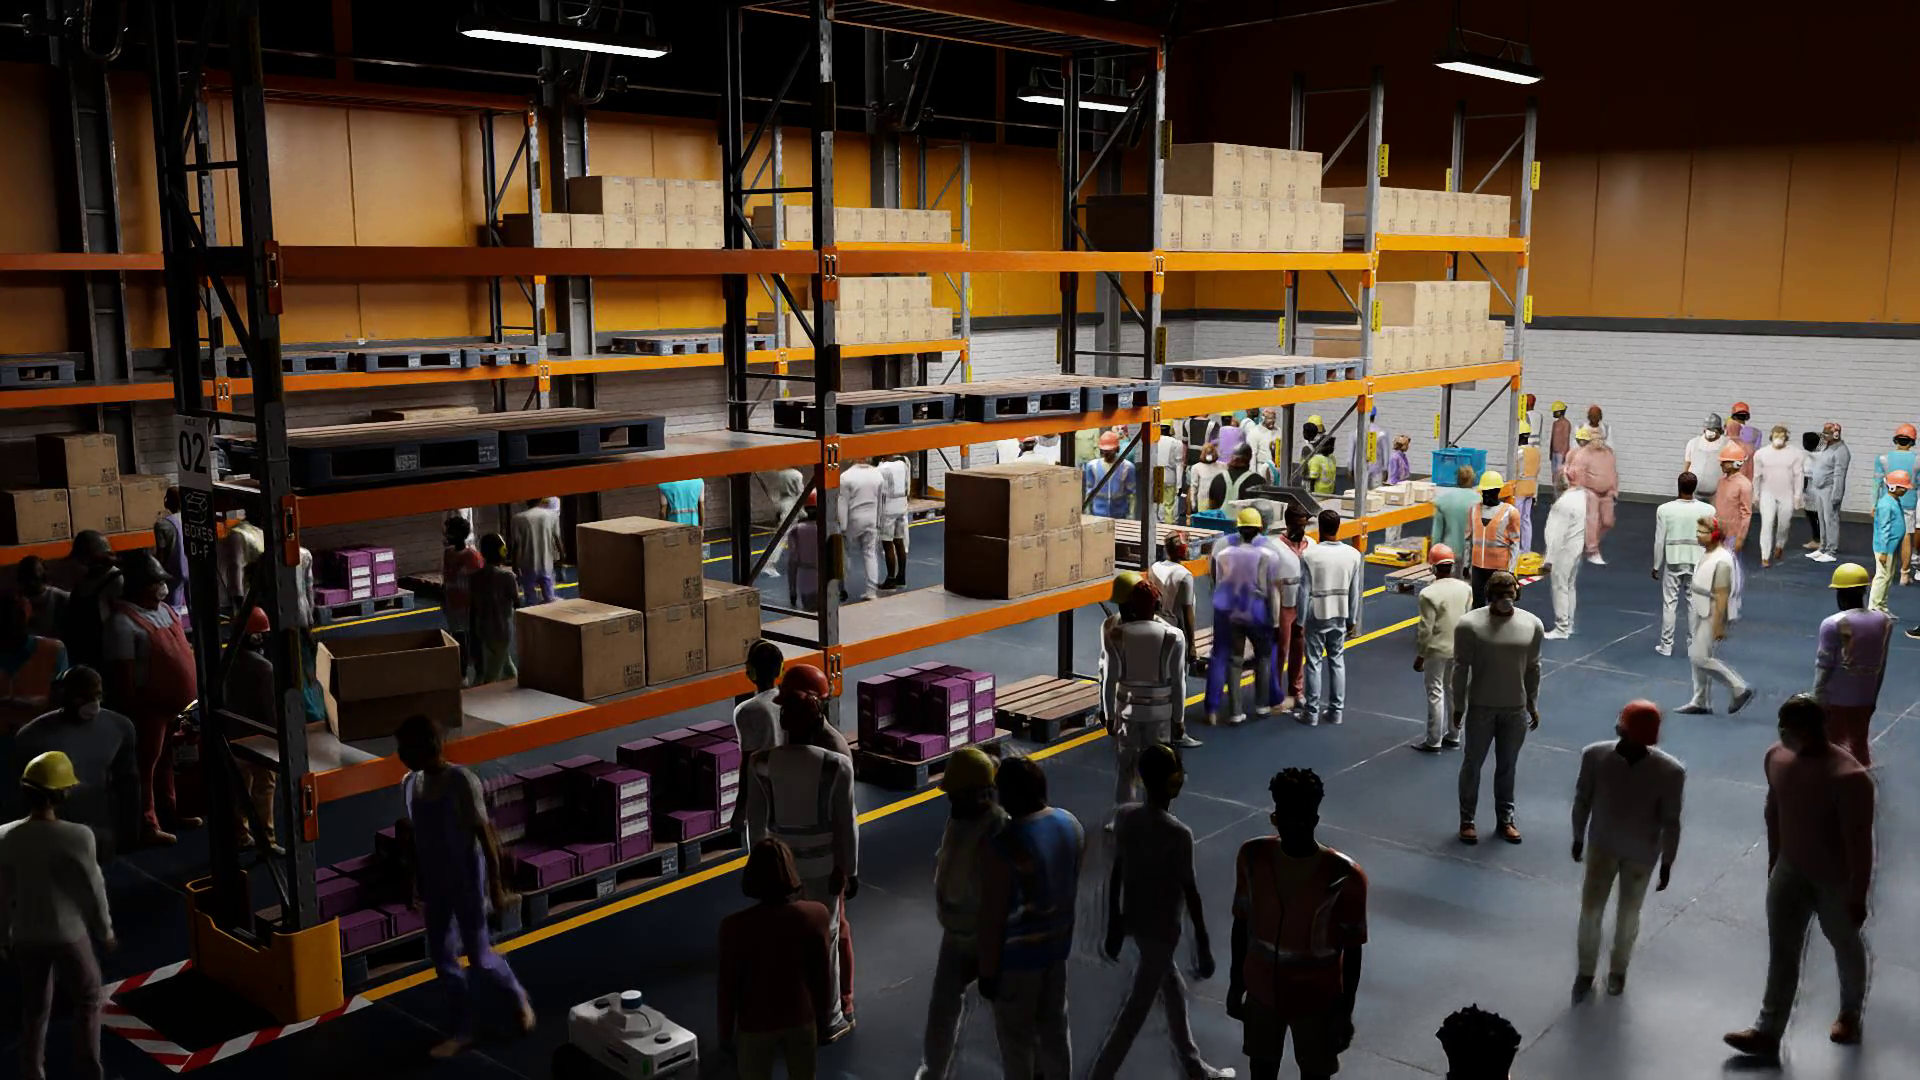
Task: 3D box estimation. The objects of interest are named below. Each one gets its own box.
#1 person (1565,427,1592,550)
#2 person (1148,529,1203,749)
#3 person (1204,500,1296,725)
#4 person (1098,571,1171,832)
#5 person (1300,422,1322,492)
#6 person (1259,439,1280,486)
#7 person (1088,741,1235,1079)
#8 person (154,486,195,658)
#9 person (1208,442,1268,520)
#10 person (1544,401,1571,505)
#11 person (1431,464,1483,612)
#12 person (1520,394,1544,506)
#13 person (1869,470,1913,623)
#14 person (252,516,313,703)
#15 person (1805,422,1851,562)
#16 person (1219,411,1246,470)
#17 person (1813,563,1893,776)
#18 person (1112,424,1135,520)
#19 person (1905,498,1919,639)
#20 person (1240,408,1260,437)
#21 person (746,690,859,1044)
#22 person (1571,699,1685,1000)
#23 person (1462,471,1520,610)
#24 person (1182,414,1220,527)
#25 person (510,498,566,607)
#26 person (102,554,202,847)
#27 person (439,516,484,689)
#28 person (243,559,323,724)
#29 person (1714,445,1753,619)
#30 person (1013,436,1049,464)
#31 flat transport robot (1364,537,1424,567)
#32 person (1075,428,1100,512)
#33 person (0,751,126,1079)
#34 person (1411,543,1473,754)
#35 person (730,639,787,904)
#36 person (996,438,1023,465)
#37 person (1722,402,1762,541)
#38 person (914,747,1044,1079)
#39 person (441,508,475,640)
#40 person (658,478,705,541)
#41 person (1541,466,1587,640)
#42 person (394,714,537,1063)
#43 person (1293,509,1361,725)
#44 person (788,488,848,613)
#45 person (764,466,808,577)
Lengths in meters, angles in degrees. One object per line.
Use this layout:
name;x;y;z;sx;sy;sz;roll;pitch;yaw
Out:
person;8.724;-0.714;23.397;0.517;1.758;0.336;-5;11;-26
person;1.775;0.824;13.941;0.390;1.848;0.564;-5;11;-29
person;2.555;0.593;14.745;0.713;2.000;0.894;6;11;31
person;1.222;1.158;11.770;0.591;1.911;0.398;7;12;37
person;5.222;-0.907;24.747;0.322;1.690;0.535;7;12;36
person;3.987;-0.366;21.053;0.346;1.847;0.507;9;13;42
person;0.912;1.859;7.874;0.995;1.822;0.529;-5;11;-29
person;-7.803;0.373;16.678;0.349;1.836;0.517;8;12;38
person;3.281;-0.160;19.238;0.699;2.000;0.991;7;12;35
person;10.000;-1.448;27.783;0.336;1.754;0.542;-1;10;-7
person;5.426;0.141;17.812;0.694;1.923;0.532;6;11;32
person;9.465;-1.492;27.702;0.567;1.878;0.352;-6;11;-31
person;10.497;0.072;18.759;0.352;1.738;0.573;8;12;39
person;-5.923;0.684;14.541;0.388;1.930;0.544;8;12;39
person;11.803;-0.652;22.615;0.401;1.900;0.642;1;10;8
person;4.056;-1.114;25.386;0.598;1.896;0.869;-1;10;-5
person;6.388;1.117;11.998;0.582;1.917;0.389;-3;10;-15
person;2.190;-0.689;22.809;0.410;1.906;0.642;1;10;8
person;10.529;0.108;17.907;0.609;1.958;0.365;-1;10;-7
person;4.568;-1.265;26.307;0.355;1.882;0.577;0;10;-2
person;-0.809;1.692;8.648;0.584;1.882;0.346;1;10;8
person;3.629;1.699;9.104;0.567;1.715;0.574;5;11;26
person;5.463;0.241;17.184;0.382;1.924;0.594;-9;13;-42
person;3.685;-1.189;25.421;0.613;2.033;0.411;5;11;29
person;-4.307;0.312;17.011;0.569;1.849;0.540;-4;10;-25
person;-5.626;1.104;11.693;0.535;2.000;0.694;0;10;2
person;-4.670;0.616;15.646;0.585;1.691;0.322;7;12;35
person;-5.372;0.998;13.171;0.510;1.760;1.047;4;10;25
person;8.754;-0.090;18.958;0.381;1.994;0.617;-1;10;-7
person;0.859;-0.429;20.989;0.614;1.990;0.392;-9;13;-42
flat transport robot;6.161;0.150;22.662;0.652;0.197;1.431;9;13;44
person;2.002;-1.305;26.918;0.525;1.760;0.341;0;10;2
person;-4.314;1.873;7.937;0.564;1.752;0.376;2;10;13
person;3.972;0.898;13.790;0.564;1.748;0.339;-6;11;-31
person;-1.125;1.510;9.784;0.523;1.870;0.317;-9;13;-43
person;0.755;-0.833;23.848;0.569;1.840;0.374;8;13;41
person;11.349;-1.003;24.317;0.604;2.034;0.418;2;10;13
person;0.102;1.865;7.956;0.827;1.804;0.595;-6;11;-30
person;-5.405;0.143;17.903;0.356;1.882;0.574;-4;10;-20
person;-3.268;-0.116;19.556;0.566;1.846;0.387;-5;11;-29
person;6.527;0.141;17.971;0.398;1.883;0.808;7;12;37
person;-2.539;1.749;8.547;0.576;1.814;0.624;5;11;26
person;3.228;0.683;14.619;0.598;1.907;0.409;-4;10;-20
person;-1.414;0.437;16.106;0.547;1.906;0.900;3;10;17
person;-2.223;-0.382;21.578;0.894;1.702;0.499;-8;12;-39
